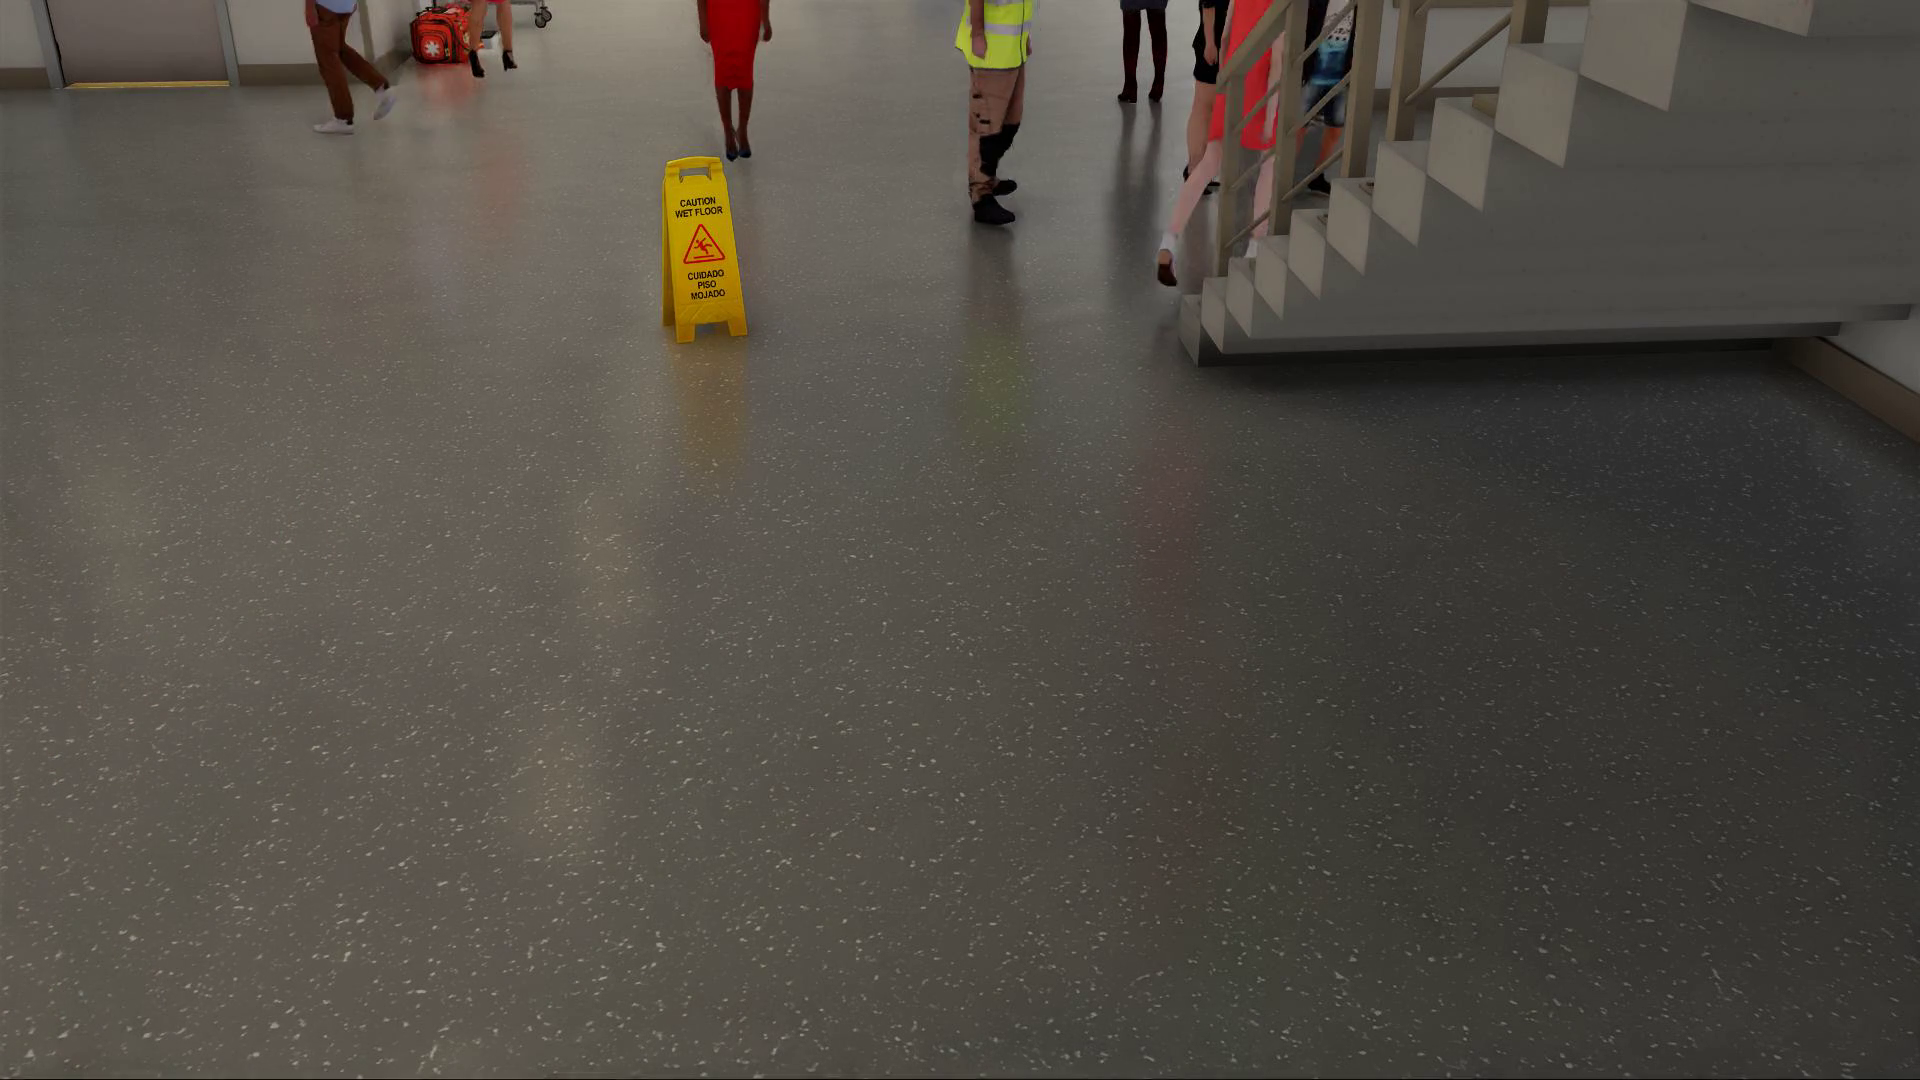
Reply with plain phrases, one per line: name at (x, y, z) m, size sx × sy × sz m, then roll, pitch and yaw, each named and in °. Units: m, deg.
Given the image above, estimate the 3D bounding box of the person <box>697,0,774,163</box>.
person at (-1.417, -3.249, 10.348) m, size 0.641 × 1.727 × 0.707 m, roll -7°, pitch 27°, yaw -13°

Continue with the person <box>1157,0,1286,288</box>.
person at (1.271, -2.002, 7.699) m, size 1.079 × 1.784 × 1.182 m, roll -18°, pitch 31°, yaw -33°

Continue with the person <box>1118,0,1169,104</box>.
person at (1.335, -4.056, 12.043) m, size 0.611 × 1.710 × 0.544 m, roll -6°, pitch 26°, yaw -11°

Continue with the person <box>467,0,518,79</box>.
person at (-3.686, -4.393, 12.765) m, size 0.705 × 1.689 × 1.057 m, roll 2°, pitch 26°, yaw 5°

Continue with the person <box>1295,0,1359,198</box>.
person at (2.047, -2.665, 9.485) m, size 0.699 × 1.426 × 0.520 m, roll 4°, pitch 26°, yaw 7°

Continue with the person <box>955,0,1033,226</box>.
person at (0.198, -2.686, 9.077) m, size 1.002 × 1.818 × 0.869 m, roll 18°, pitch 31°, yaw 32°

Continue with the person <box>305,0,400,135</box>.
person at (-4.091, -3.598, 10.975) m, size 0.802 × 1.812 × 0.777 m, roll 1°, pitch 26°, yaw 2°

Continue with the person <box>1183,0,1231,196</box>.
person at (1.467, -2.863, 9.583) m, size 0.745 × 1.697 × 0.646 m, roll 13°, pitch 29°, yaw 25°
